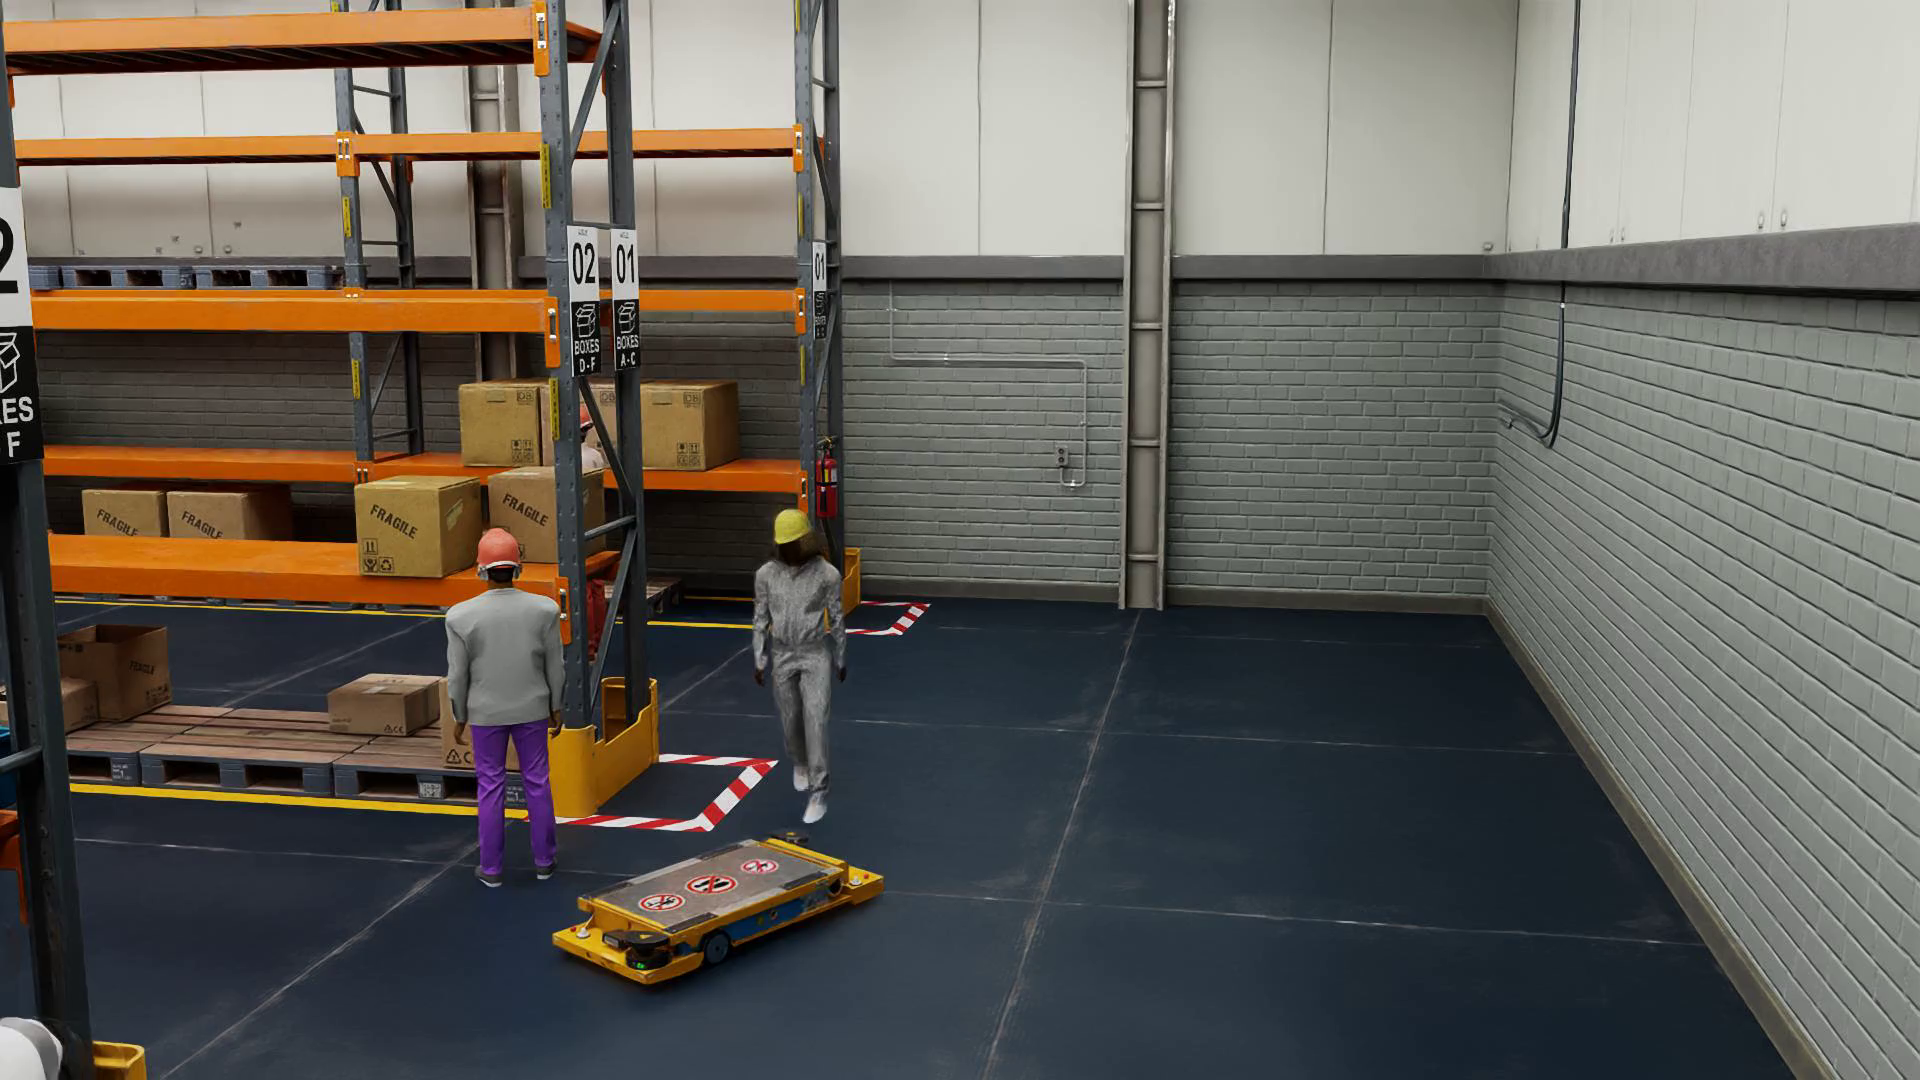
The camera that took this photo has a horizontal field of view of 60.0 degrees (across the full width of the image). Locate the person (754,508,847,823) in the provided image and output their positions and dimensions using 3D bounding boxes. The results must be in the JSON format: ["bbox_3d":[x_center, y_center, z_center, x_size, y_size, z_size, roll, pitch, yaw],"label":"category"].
[{"bbox_3d":[-0.886,0.650,9.314,0.488,1.713,0.802,1,9,5],"label":"person"}]

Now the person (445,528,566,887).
[{"bbox_3d":[-2.206,0.813,8.118,0.560,1.756,0.318,-4,10,-22],"label":"person"}]

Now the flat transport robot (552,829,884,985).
[{"bbox_3d":[-1.073,1.639,7.592,0.652,0.197,1.431,8,12,40],"label":"flat transport robot"}]

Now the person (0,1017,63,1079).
[{"bbox_3d":[-1.782,1.570,3.153,0.854,1.852,0.591,1,9,6],"label":"person"}]
